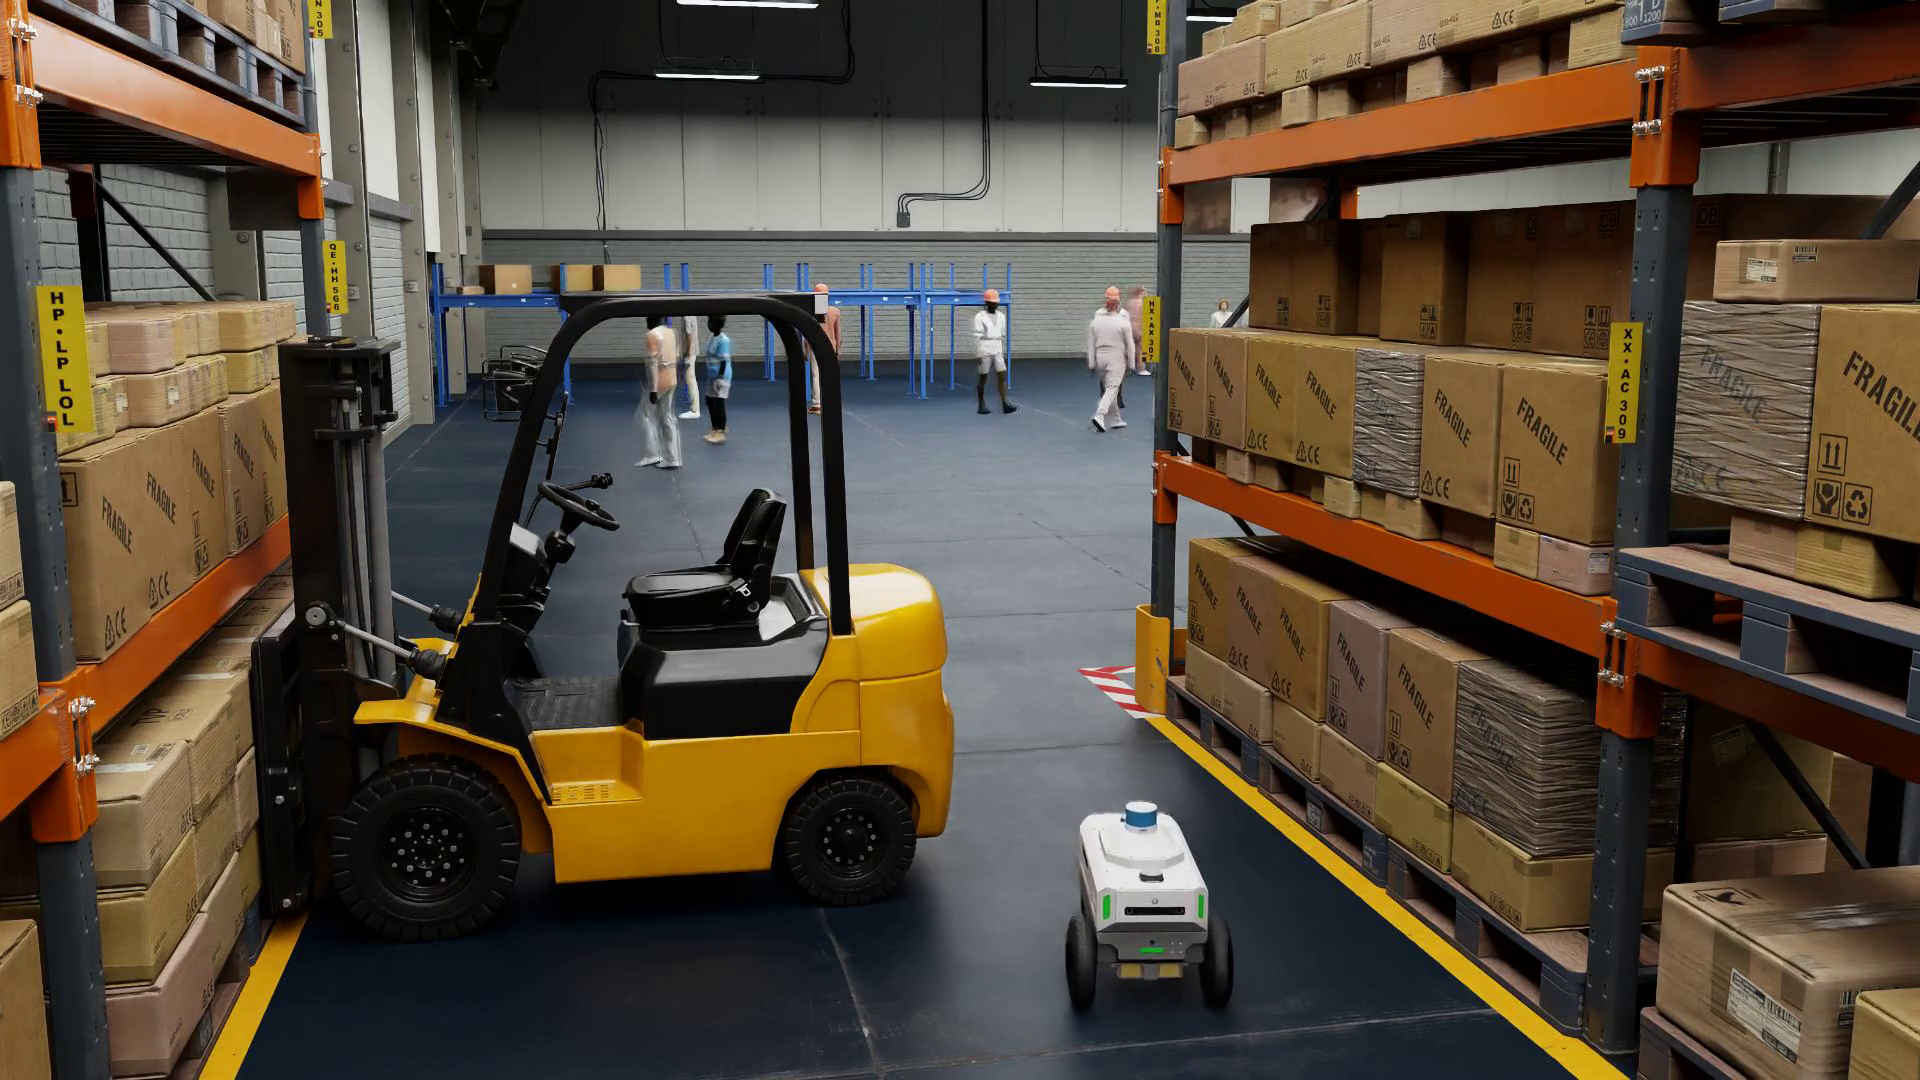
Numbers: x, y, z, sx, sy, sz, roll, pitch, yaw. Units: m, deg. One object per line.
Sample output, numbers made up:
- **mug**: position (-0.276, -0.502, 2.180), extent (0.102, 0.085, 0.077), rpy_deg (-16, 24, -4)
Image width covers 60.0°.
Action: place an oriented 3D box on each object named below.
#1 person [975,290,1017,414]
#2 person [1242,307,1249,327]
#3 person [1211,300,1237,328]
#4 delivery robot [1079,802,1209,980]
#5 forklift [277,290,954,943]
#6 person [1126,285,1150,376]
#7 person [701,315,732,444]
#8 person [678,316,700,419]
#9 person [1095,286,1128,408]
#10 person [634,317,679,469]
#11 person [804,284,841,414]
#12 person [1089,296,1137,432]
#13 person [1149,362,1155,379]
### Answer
- **person**: position (0.527, -2.857, 25.392), extent (0.566, 1.894, 0.930), rpy_deg (-5, 11, -28)
- **person**: position (5.187, -3.458, 28.943), extent (0.653, 1.931, 0.626), rpy_deg (-9, 13, -44)
- **person**: position (5.273, -3.984, 33.192), extent (0.515, 1.594, 0.836), rpy_deg (-1, 9, -6)
- **delivery robot**: position (0.576, 1.081, 5.319), extent (0.477, 0.478, 0.707), rpy_deg (0, 9, -1)
- **forklift**: position (-1.179, 0.175, 6.143), extent (2.313, 2.155, 1.214), rpy_deg (-2, 10, -12)
- **person**: position (3.648, -4.352, 34.538), extent (0.696, 1.885, 0.665), rpy_deg (-5, 11, -30)
- **person**: position (-3.120, -2.088, 21.332), extent (0.371, 1.690, 0.560), rpy_deg (-5, 11, -28)
- **person**: position (-4.072, -2.758, 24.917), extent (0.319, 1.864, 0.516), rpy_deg (-1, 9, -5)
- **person**: position (2.434, -3.097, 26.740), extent (0.545, 1.938, 0.361), rpy_deg (2, 9, 9)
- **person**: position (-3.431, -1.743, 18.588), extent (0.635, 1.899, 0.617), rpy_deg (3, 10, 16)
- **person**: position (-2.129, -2.956, 25.700), extent (0.622, 1.993, 0.381), rpy_deg (-6, 11, -31)
- **person**: position (2.079, -2.447, 23.031), extent (0.657, 1.863, 0.980), rpy_deg (7, 12, 36)
- **person**: position (2.959, -2.375, 23.301), extent (0.528, 1.617, 0.642), rpy_deg (6, 11, 32)
